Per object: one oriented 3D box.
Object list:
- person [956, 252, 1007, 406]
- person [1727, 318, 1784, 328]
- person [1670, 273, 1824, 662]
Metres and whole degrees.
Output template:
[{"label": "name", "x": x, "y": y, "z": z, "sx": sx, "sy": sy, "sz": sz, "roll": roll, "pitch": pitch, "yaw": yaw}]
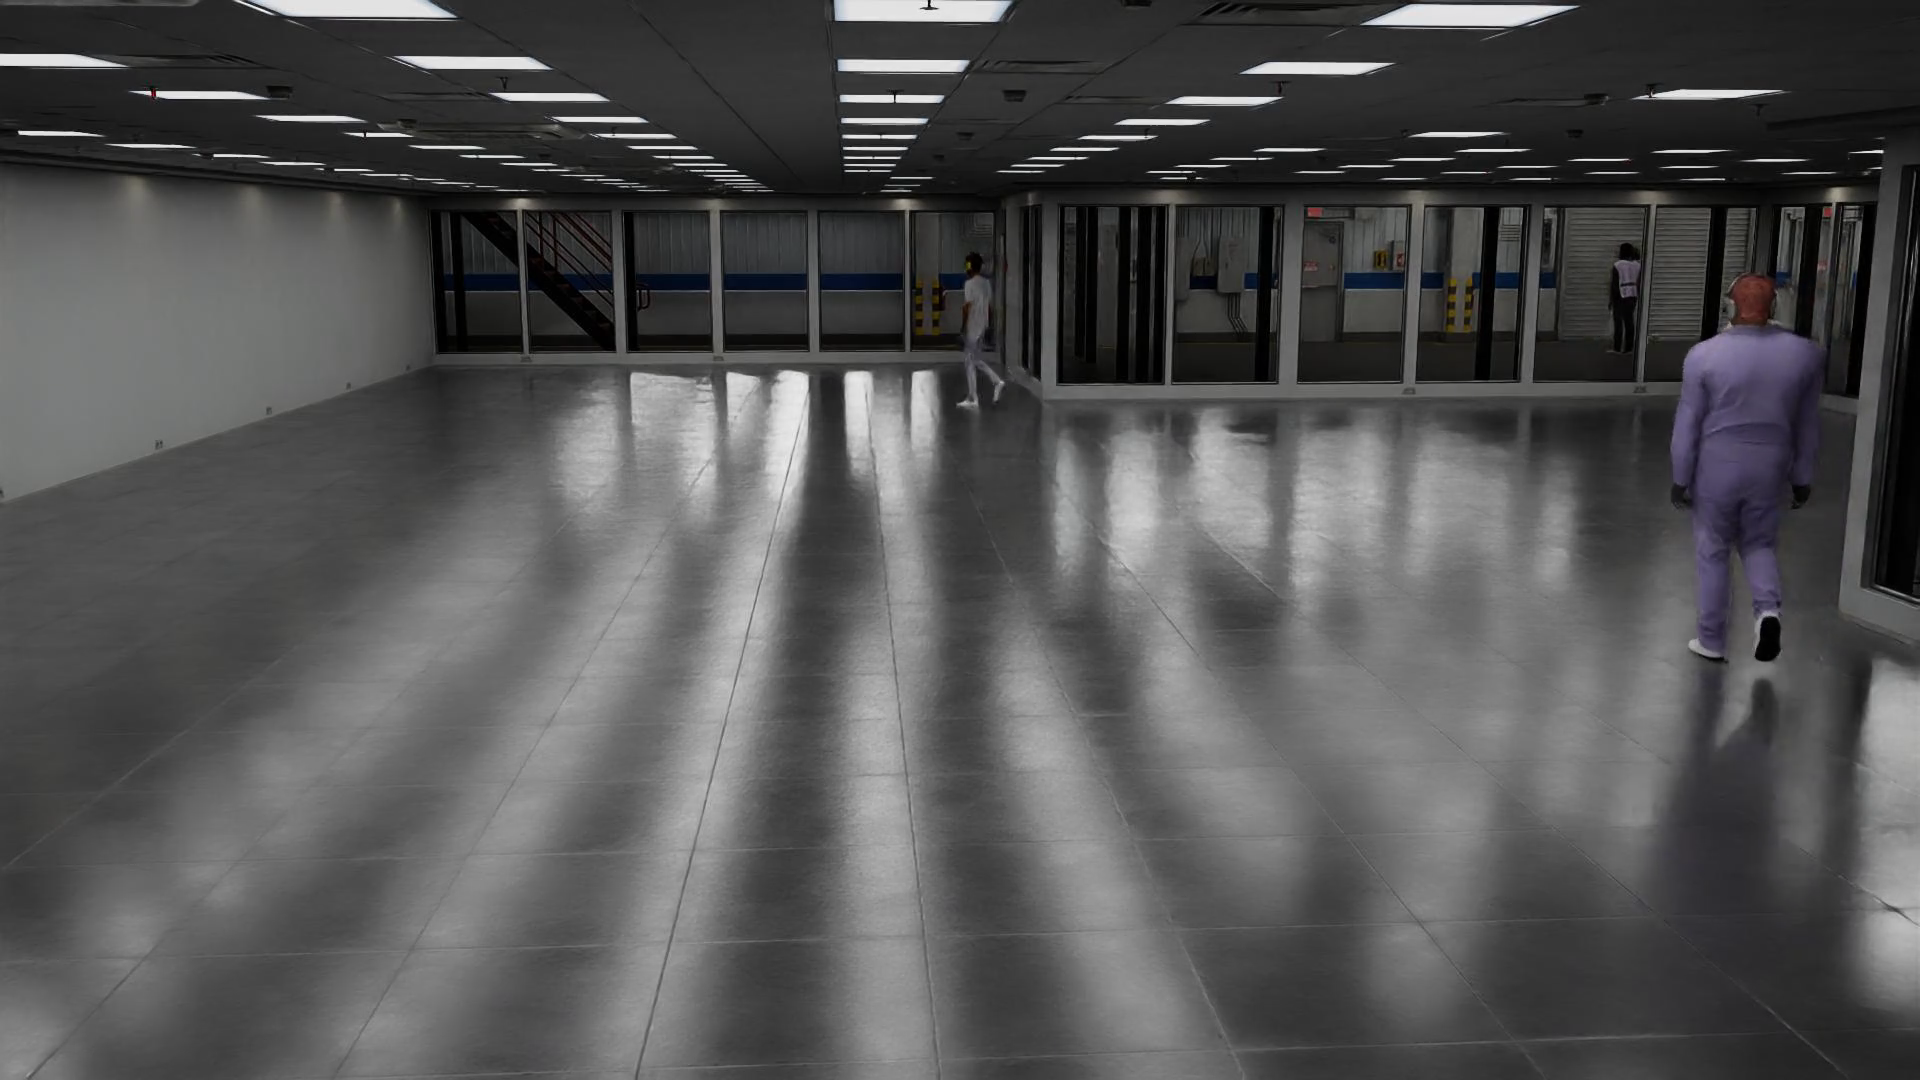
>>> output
[{"label": "person", "x": 0.227, "y": -2.494, "z": 19.816, "sx": 0.526, "sy": 1.849, "sz": 0.520, "roll": 6, "pitch": 12, "yaw": 30}, {"label": "person", "x": 7.090, "y": -1.458, "z": 14.872, "sx": 0.791, "sy": 1.601, "sz": 0.499, "roll": -8, "pitch": 13, "yaw": -38}, {"label": "person", "x": 3.735, "y": -0.321, "z": 7.947, "sx": 0.665, "sy": 1.891, "sz": 0.538, "roll": 1, "pitch": 11, "yaw": 3}]
